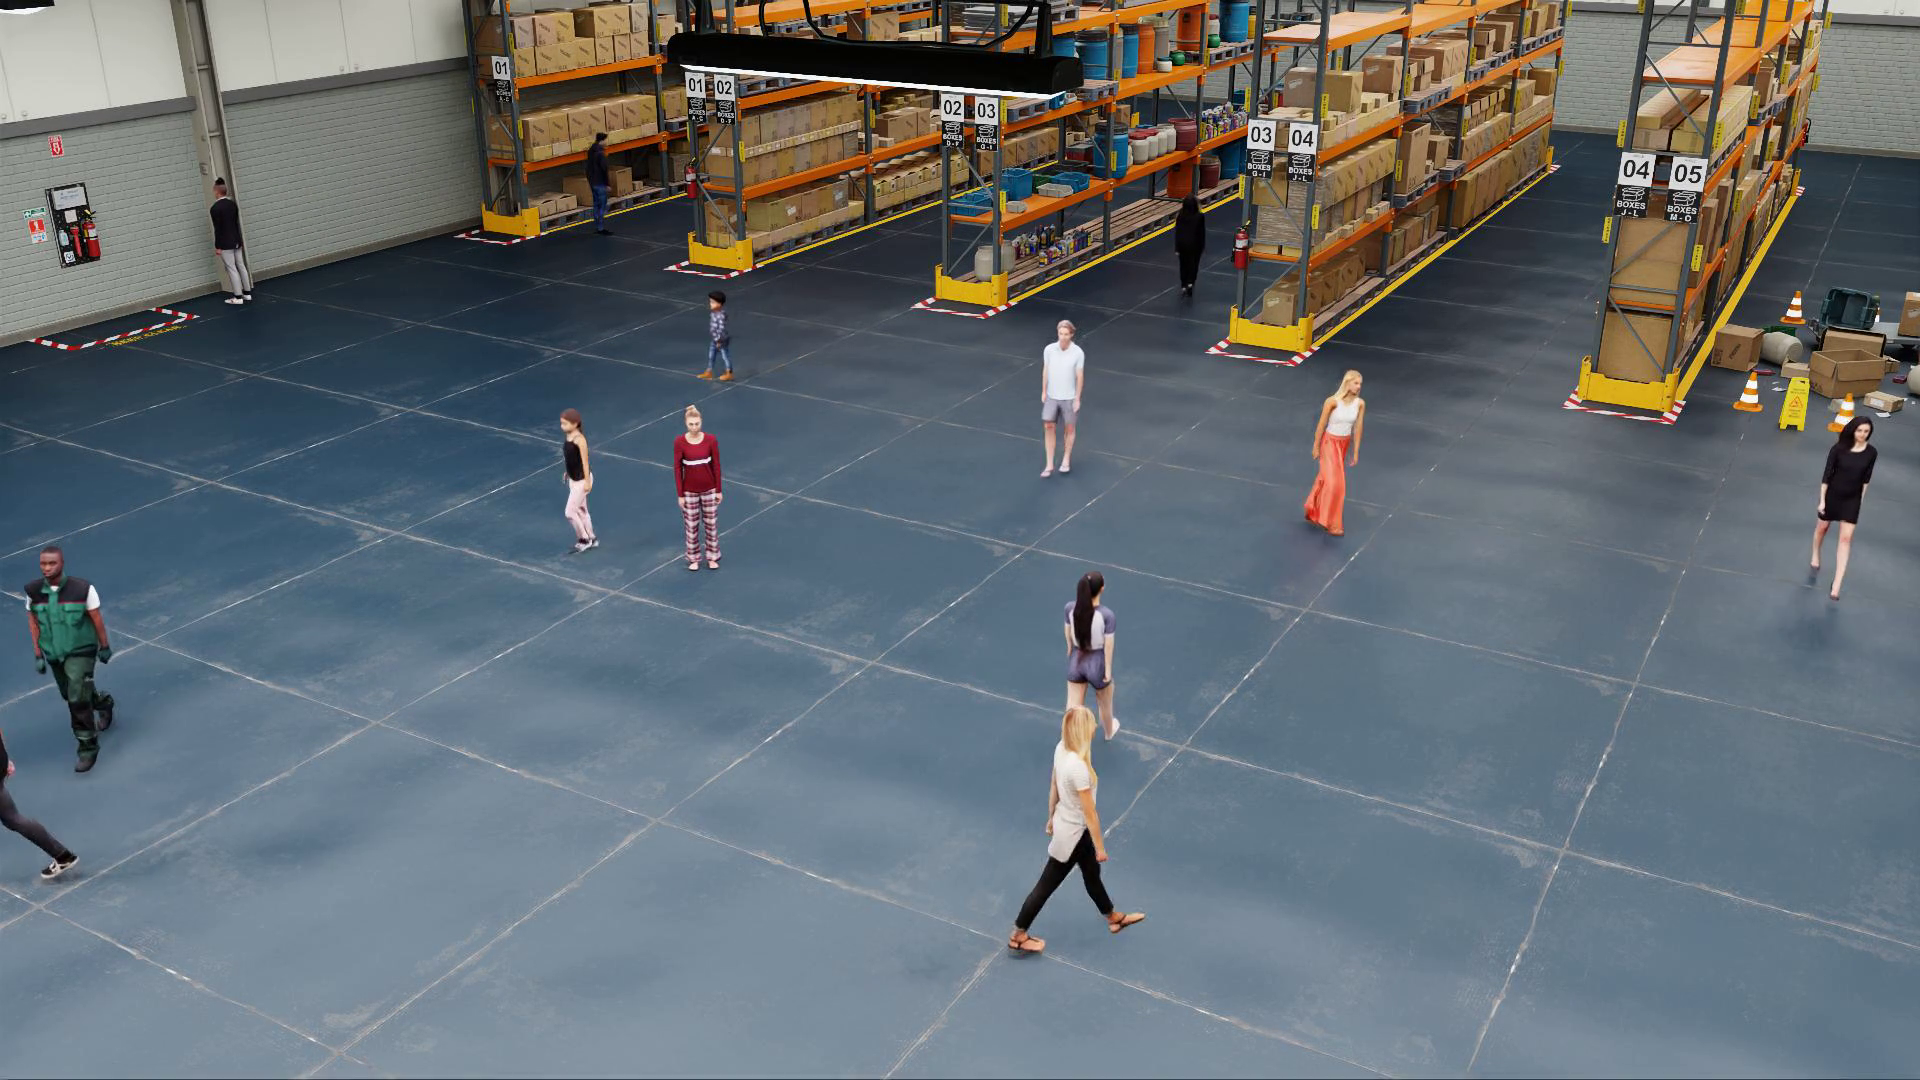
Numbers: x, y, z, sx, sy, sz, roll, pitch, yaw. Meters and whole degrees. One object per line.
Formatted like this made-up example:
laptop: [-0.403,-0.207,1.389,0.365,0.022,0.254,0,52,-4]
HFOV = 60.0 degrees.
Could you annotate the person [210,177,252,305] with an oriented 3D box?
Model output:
person: [-11.424,-4.689,26.015,0.825,1.959,0.639,6,24,13]

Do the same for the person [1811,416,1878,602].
person: [8.498,-0.364,16.104,0.744,1.757,1.176,7,24,16]

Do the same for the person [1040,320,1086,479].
person: [1.202,-1.662,19.078,0.765,1.818,0.897,7,24,16]

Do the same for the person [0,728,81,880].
person: [-6.612,1.593,11.452,1.192,1.797,1.130,-6,24,-13]

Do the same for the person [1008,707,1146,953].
person: [0.622,1.925,10.701,1.208,1.773,1.149,-6,24,-14]

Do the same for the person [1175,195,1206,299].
person: [3.639,-4.614,26.314,0.882,1.588,1.144,4,23,8]

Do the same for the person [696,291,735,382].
person: [-3.181,-2.737,22.352,0.816,1.234,0.681,-15,27,-32]

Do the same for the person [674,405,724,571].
person: [-2.588,-0.512,16.525,0.670,1.700,0.738,-7,24,-16]

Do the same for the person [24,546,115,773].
person: [-7.001,0.865,13.149,1.084,1.808,1.264,-1,23,-3]

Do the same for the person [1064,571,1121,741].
person: [0.967,1.049,12.969,0.613,1.610,0.990,12,26,26]

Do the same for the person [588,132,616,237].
person: [-6.654,-6.553,30.516,0.890,1.867,0.766,16,28,34]

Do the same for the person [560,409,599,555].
person: [-3.821,-0.615,16.964,0.702,1.547,0.656,-14,27,-30]

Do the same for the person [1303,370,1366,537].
person: [3.887,-0.957,17.492,1.001,1.761,1.012,-6,24,-14]
